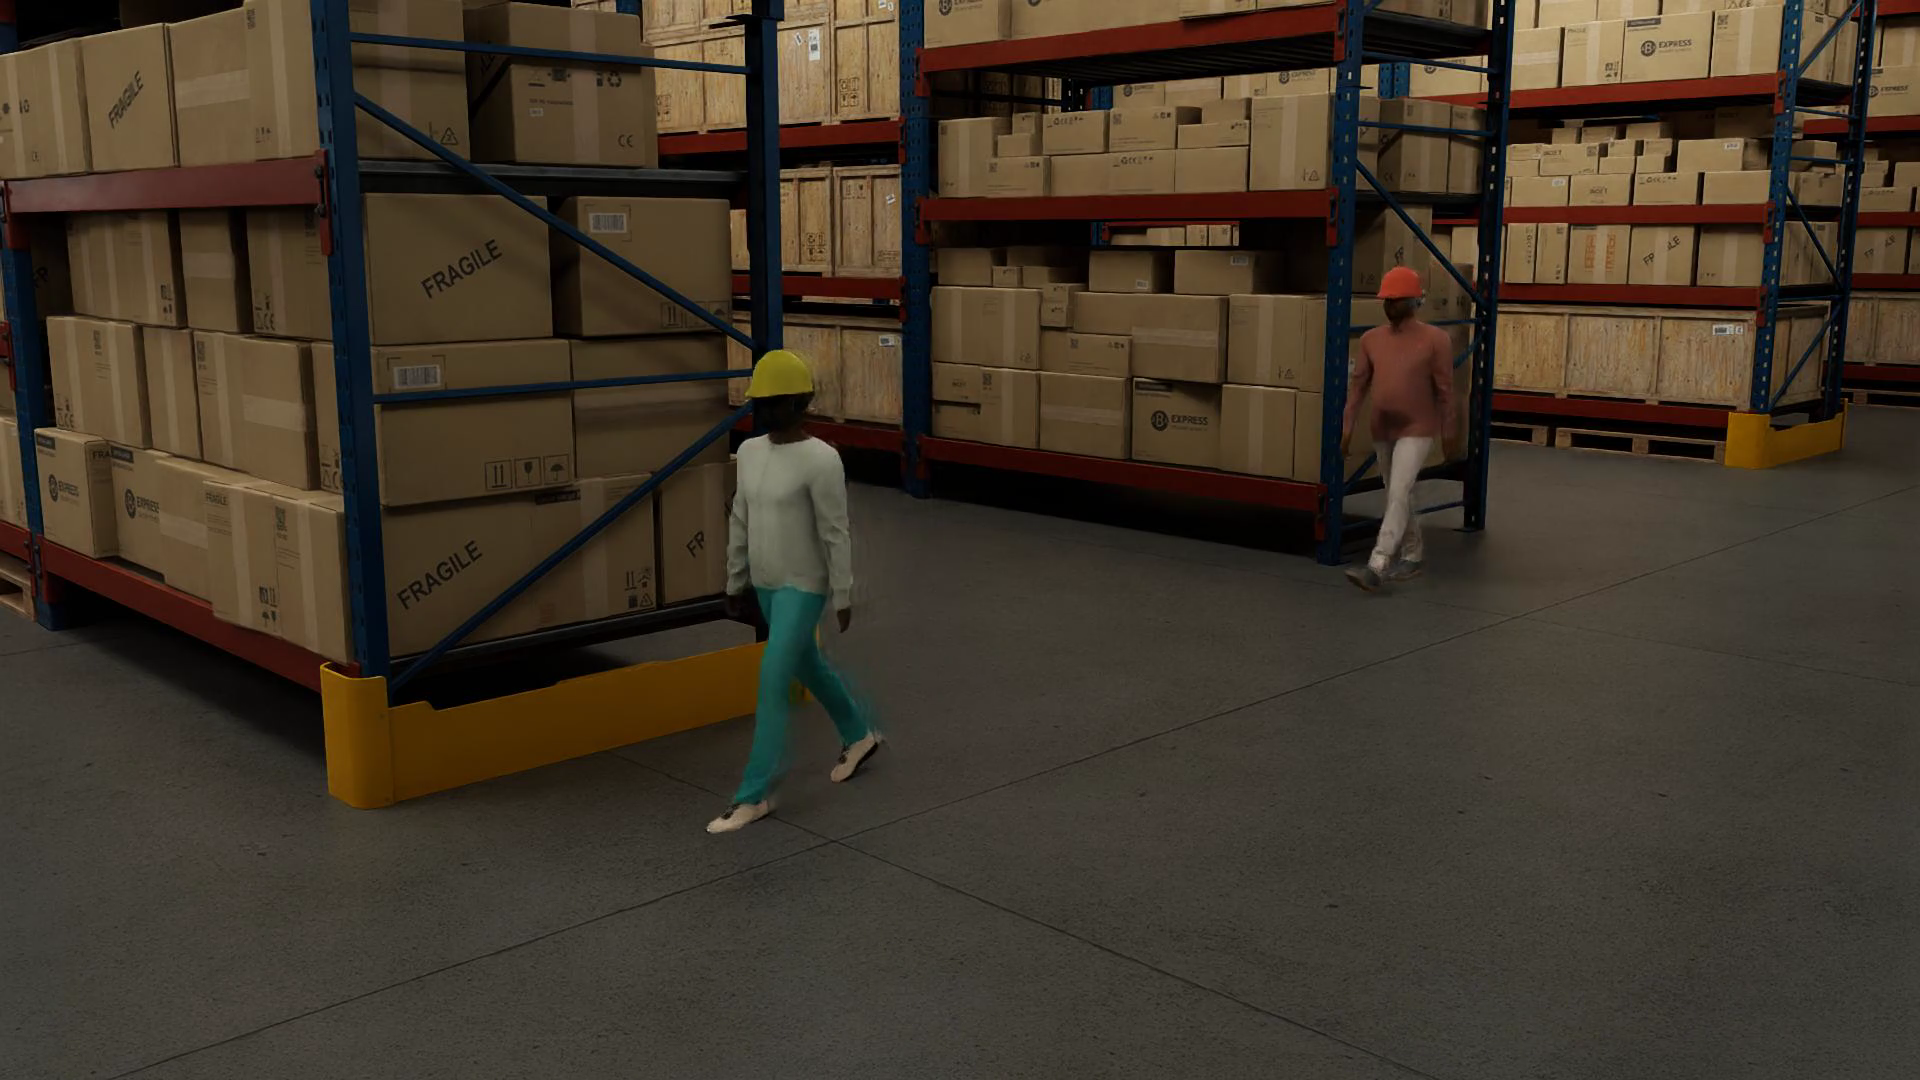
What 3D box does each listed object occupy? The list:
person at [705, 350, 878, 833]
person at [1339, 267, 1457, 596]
[{"bbox_3d":[-0.611,0.154,6.205,0.531,1.734,0.918,10,14,44],"label":"person"},{"bbox_3d":[2.596,-0.657,10.004,1.049,1.932,0.661,-10,14,-43],"label":"person"}]
